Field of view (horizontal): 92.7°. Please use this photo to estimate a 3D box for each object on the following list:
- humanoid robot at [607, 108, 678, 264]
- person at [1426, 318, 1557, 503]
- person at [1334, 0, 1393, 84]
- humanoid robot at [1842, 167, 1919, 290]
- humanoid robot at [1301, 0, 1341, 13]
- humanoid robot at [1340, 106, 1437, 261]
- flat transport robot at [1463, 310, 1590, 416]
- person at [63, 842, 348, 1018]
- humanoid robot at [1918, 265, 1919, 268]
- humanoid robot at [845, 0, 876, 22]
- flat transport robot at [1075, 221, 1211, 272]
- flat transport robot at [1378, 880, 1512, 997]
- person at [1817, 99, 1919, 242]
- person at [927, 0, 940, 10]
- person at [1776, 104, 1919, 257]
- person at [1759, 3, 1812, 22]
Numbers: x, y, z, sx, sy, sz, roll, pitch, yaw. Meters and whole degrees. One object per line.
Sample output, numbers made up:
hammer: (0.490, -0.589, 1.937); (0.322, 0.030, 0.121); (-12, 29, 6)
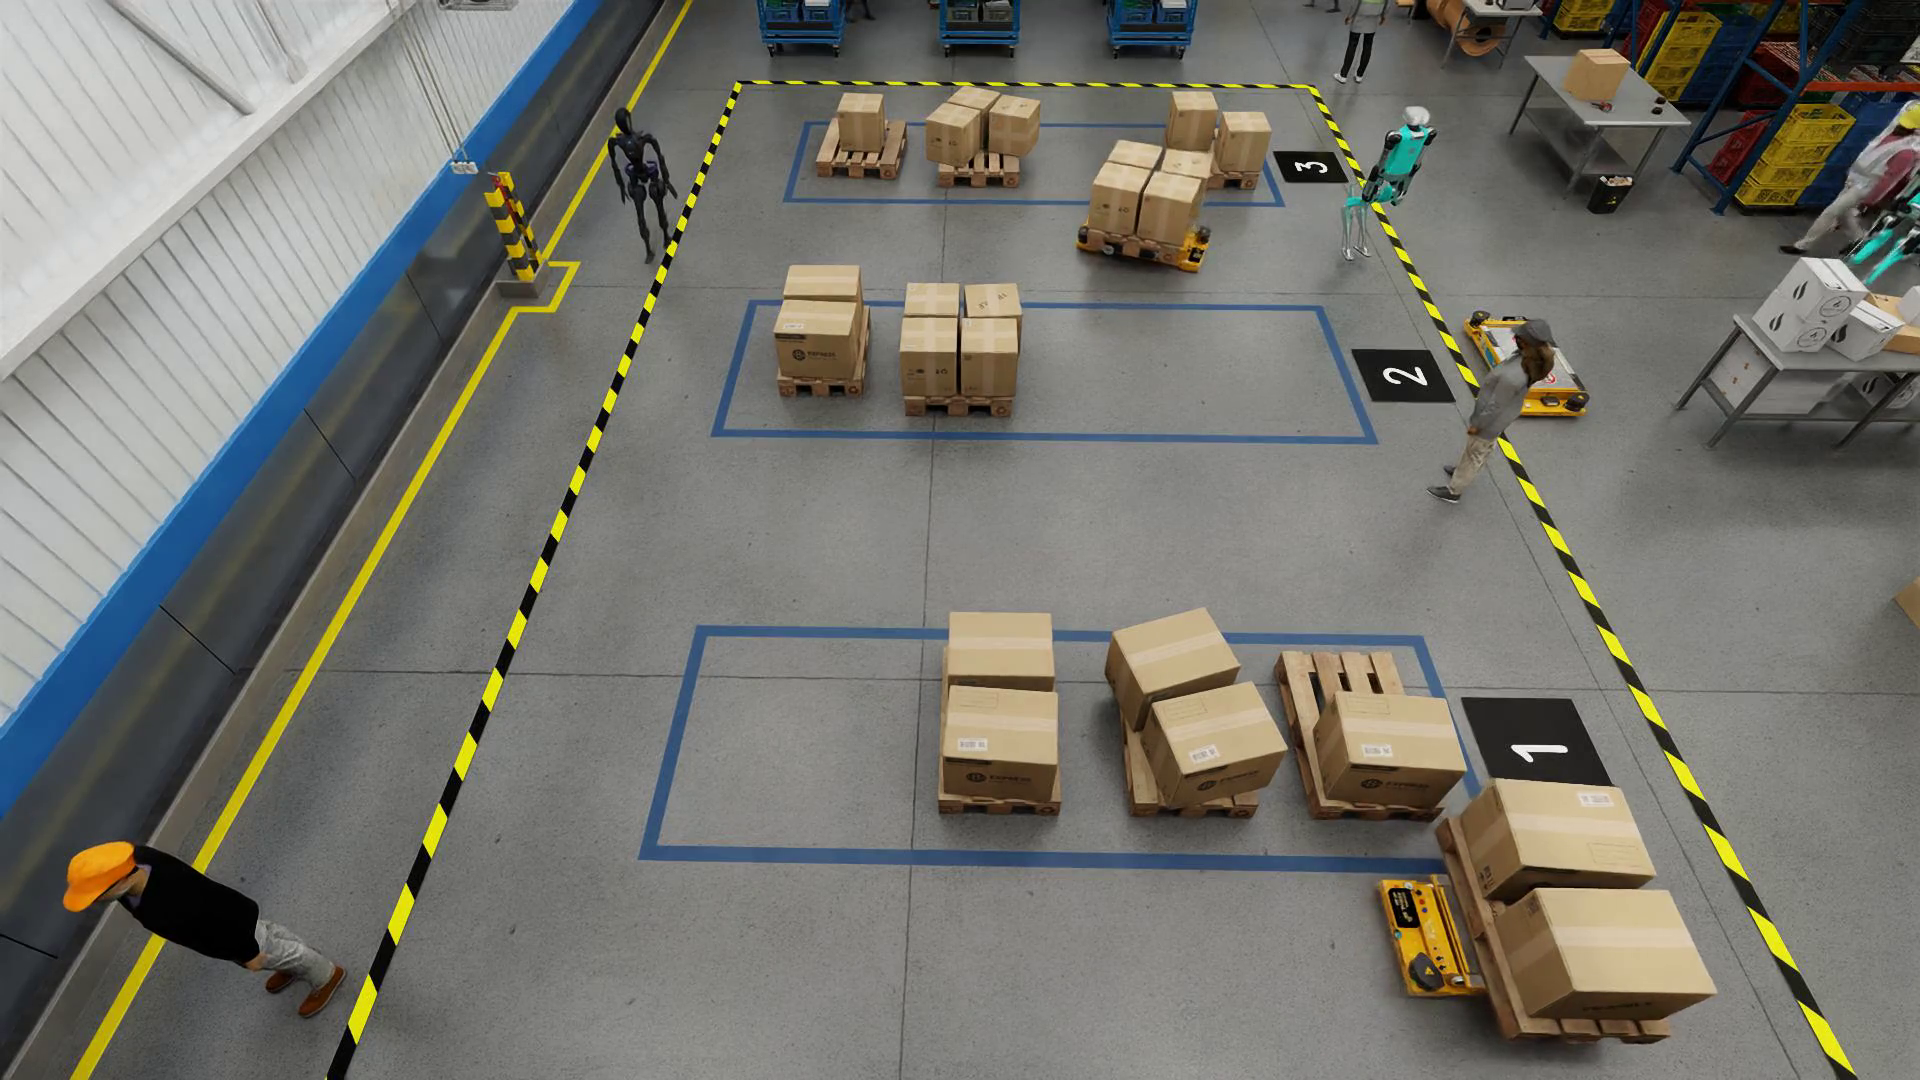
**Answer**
humanoid robot: (-3.408, -3.832, 9.932); (0.612, 1.636, 0.661); (-7, 50, -6)
person: (4.333, -1.023, 7.429); (0.401, 1.763, 0.561); (36, 58, 27)
person: (5.750, -7.450, 12.934); (0.593, 1.851, 0.398); (-1, 49, -1)
humanoid robot: (9.260, -2.981, 9.160); (0.708, 1.795, 0.532); (-20, 52, -17)
humanoid robot: (6.055, -9.395, 14.747); (0.641, 1.635, 0.611); (-6, 49, -5)
humanoid robot: (4.466, -3.853, 9.811); (0.533, 1.672, 0.735); (-11, 50, -9)
flat transport robot: (5.573, -1.757, 9.054); (0.659, 0.231, 1.431); (1, 49, 1)
person: (-3.835, 2.011, 4.724); (0.591, 1.882, 0.372); (24, 53, 19)
humanoid robot: (11.055, -3.658, 9.701); (0.714, 1.750, 0.582); (32, 56, 25)
humanoid robot: (-1.692, -9.059, 14.452); (0.637, 1.638, 0.596); (12, 50, 11)
flat transport robot: (2.109, -3.471, 10.519); (1.431, 0.197, 0.652); (17, 51, 14)
flat transport robot: (3.335, 2.359, 5.473); (1.431, 0.197, 0.652); (1, 49, 1)
person: (10.213, -4.135, 10.067); (0.848, 1.858, 0.583); (-12, 50, -10)
person: (-0.407, -9.686, 14.813); (0.373, 1.939, 0.628); (-7, 50, -6)
person: (9.757, -3.799, 9.811); (0.694, 1.792, 0.602); (21, 52, 17)
person: (13.189, -8.804, 14.147); (0.617, 1.782, 0.950); (-4, 49, -3)
